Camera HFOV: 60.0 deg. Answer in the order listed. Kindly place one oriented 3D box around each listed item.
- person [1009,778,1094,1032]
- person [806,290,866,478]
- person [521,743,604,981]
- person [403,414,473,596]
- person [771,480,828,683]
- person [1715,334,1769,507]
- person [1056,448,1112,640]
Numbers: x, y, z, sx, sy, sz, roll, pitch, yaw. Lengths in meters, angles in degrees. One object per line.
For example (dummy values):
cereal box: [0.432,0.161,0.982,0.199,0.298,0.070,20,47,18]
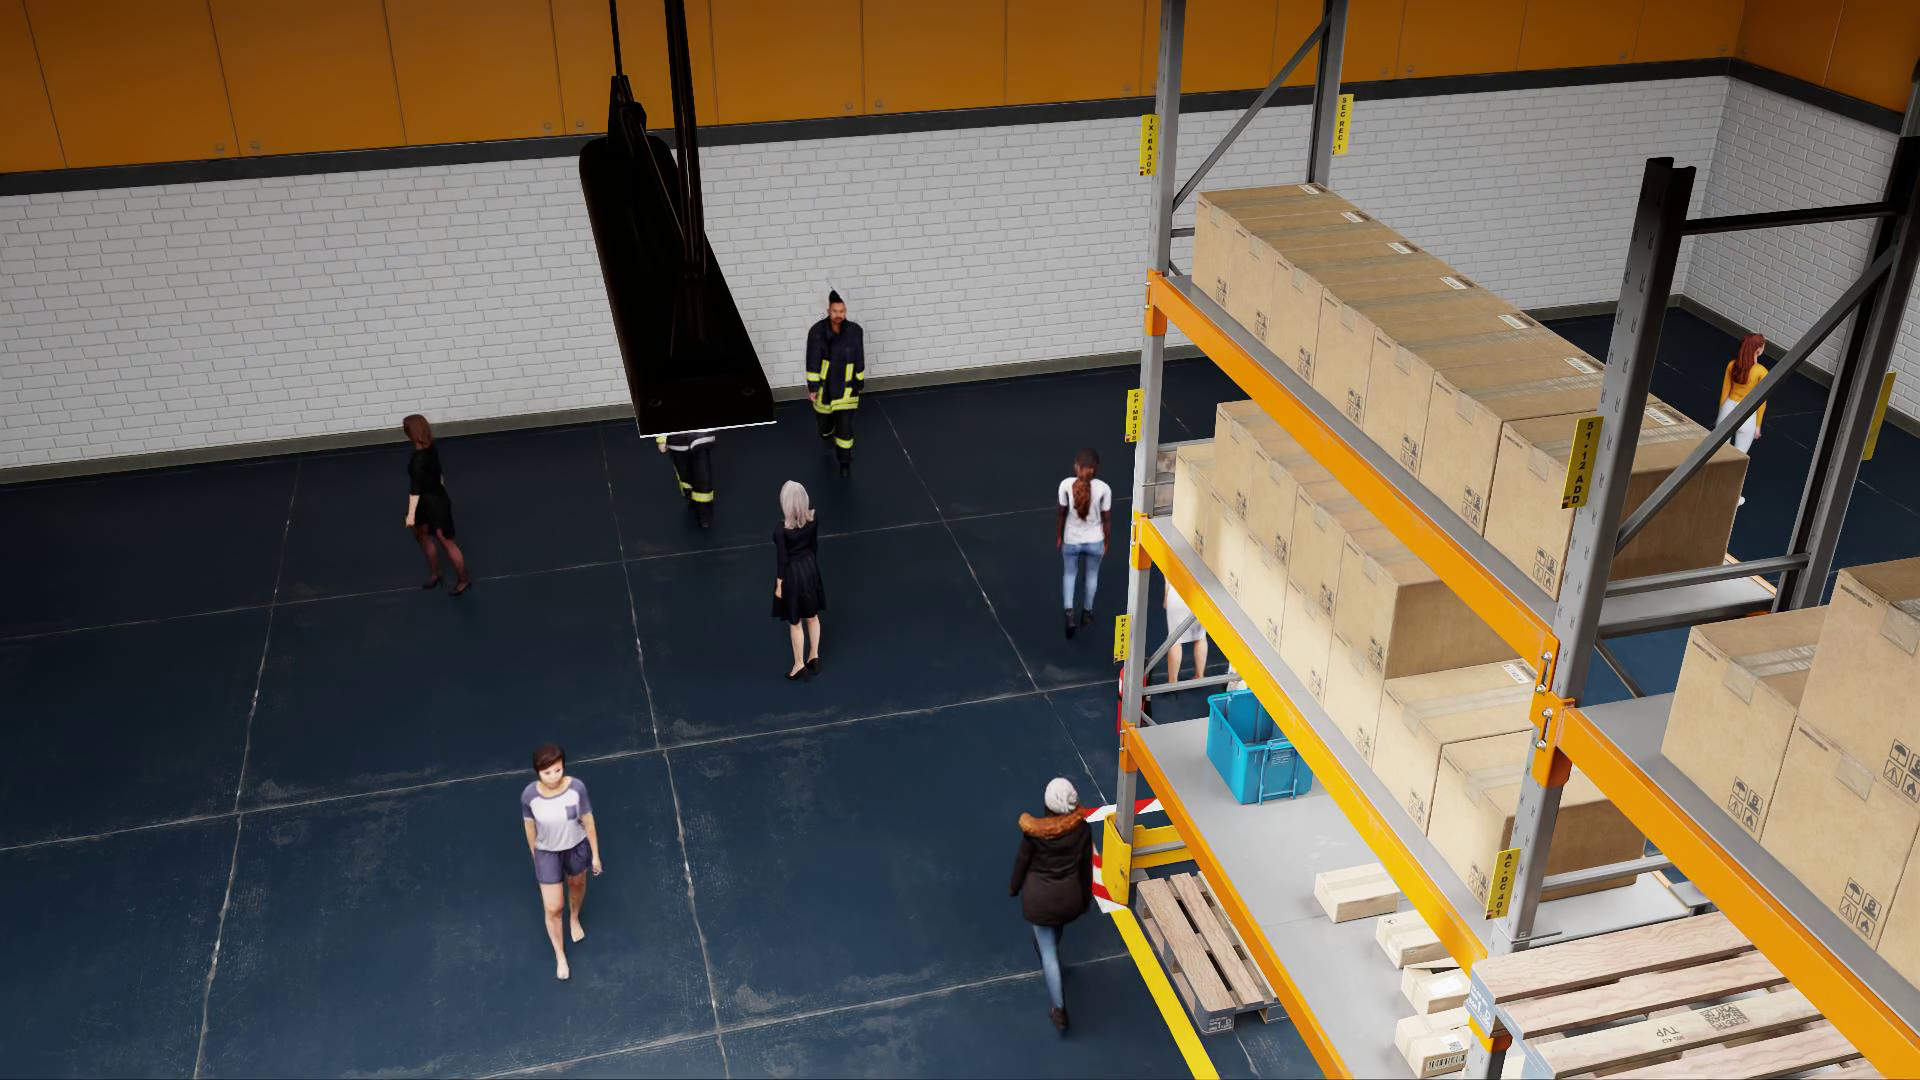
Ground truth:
person: [0.562,2.150,9.806,0.593,1.599,1.014,-7,29,-12]
person: [-1.239,-1.589,16.421,0.878,1.829,1.131,-1,29,-2]
person: [-2.487,1.878,10.363,0.615,1.544,0.832,-11,30,-18]
person: [-4.380,-0.278,14.166,0.691,1.687,0.617,-5,29,-10]
person: [-1.268,0.317,13.013,0.726,1.747,0.695,24,36,36]
person: [7.320,-1.130,15.660,0.737,1.751,0.640,-23,36,-36]
person: [1.008,0.052,13.542,0.831,1.705,1.001,4,29,7]
